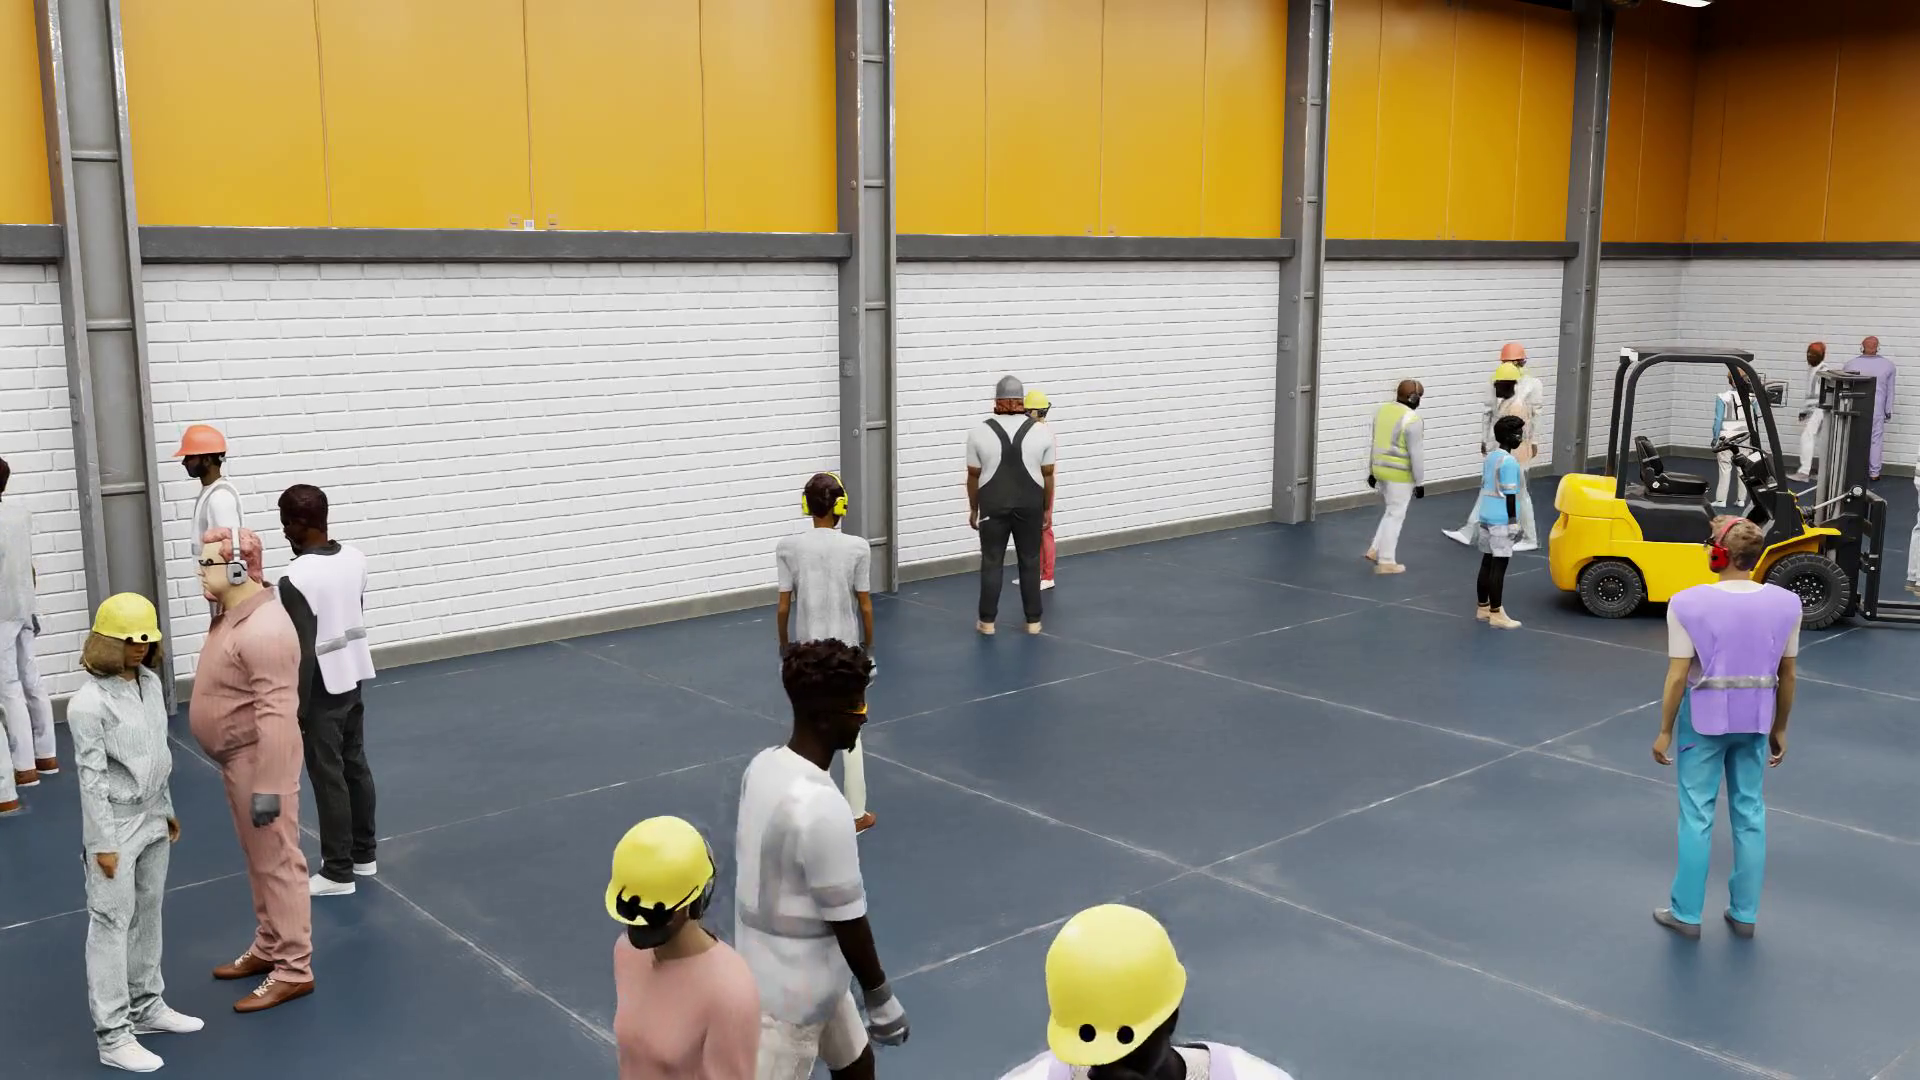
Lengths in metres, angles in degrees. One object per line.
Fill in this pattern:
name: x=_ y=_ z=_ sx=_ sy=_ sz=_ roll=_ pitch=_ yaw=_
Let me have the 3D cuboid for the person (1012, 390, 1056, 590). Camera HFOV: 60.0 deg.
person: x=0.671 y=-0.438 z=14.710 sx=0.309 sy=1.769 sz=0.523 roll=-4 pitch=11 yaw=-23

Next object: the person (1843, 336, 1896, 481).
person: x=11.862 y=-1.713 z=21.782 sx=0.639 sy=1.903 sz=0.409 roll=4 pitch=10 yaw=20

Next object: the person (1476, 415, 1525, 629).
person: x=4.302 y=-0.149 z=13.222 sx=0.321 sy=1.695 sz=0.529 roll=0 pitch=10 yaw=-1

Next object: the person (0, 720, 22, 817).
person: x=-5.310 y=0.556 z=8.478 sx=0.842 sy=1.907 sz=0.632 roll=-4 pitch=10 yaw=-22

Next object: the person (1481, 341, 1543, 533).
person: x=5.854 y=-1.091 z=17.722 sx=0.615 sy=2.041 sz=0.390 roll=6 pitch=12 yaw=33

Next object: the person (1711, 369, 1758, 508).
person: x=9.041 y=-1.182 z=19.434 sx=0.518 sy=1.640 sz=0.307 roll=-1 pitch=10 yaw=-5

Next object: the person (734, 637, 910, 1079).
person: x=-0.438 y=1.208 z=4.682 sx=1.053 sy=1.910 sz=0.591 roll=-3 pitch=10 yaw=-16

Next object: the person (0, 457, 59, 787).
person: x=-5.307 y=0.445 z=9.235 sx=0.319 sy=1.870 sz=0.521 roll=0 pitch=10 yaw=3

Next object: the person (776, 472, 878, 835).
person: x=-0.674 y=0.583 z=8.446 sx=0.519 sy=1.865 sz=0.331 roll=1 pitch=10 yaw=6

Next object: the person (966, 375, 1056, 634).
person: x=0.395 y=-0.284 z=12.999 sx=0.690 sy=2.000 sz=0.535 roll=0 pitch=10 yaw=0

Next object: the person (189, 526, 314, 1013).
person: x=-2.795 y=0.886 z=6.542 sx=0.400 sy=1.910 sz=0.643 roll=-6 pitch=11 yaw=-31

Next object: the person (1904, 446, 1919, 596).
person: x=8.465 y=-0.444 z=14.409 sx=0.337 sy=1.878 sz=0.584 roll=3 pitch=10 yaw=17

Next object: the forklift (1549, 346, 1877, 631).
forklift: x=6.109 y=-0.478 z=13.691 sx=2.313 sy=2.155 sz=1.214 roll=3 pitch=10 yaw=16

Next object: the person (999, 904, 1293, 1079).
person: x=0.324 y=1.514 z=2.994 sx=0.595 sy=1.863 sz=0.952 roll=2 pitch=10 yaw=12

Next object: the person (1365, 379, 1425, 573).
person: x=4.043 y=-0.579 z=15.377 sx=0.441 sy=1.821 sz=0.659 roll=-3 pitch=10 yaw=-19

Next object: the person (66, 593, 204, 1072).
person: x=-3.015 y=1.048 z=6.092 sx=0.313 sy=1.738 sz=0.483 roll=1 pitch=10 yaw=4

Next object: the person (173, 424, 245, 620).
person: x=-4.508 y=0.264 z=10.095 sx=0.379 sy=1.937 sz=0.547 roll=-5 pitch=11 yaw=-29

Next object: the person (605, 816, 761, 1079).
person: x=-0.566 y=1.433 z=3.836 sx=0.545 sy=1.735 sz=0.666 roll=9 pitch=14 yaw=44

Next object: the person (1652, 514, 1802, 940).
person: x=3.283 y=0.813 z=7.136 sx=0.570 sy=1.847 sz=0.377 roll=0 pitch=10 yaw=-1

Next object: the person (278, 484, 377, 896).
person: x=-2.921 y=0.689 z=7.680 sx=0.392 sy=1.914 sz=0.589 roll=1 pitch=10 yaw=7

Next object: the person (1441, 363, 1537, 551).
person: x=5.353 y=-0.816 z=16.573 sx=0.954 sy=1.876 sz=0.612 roll=1 pitch=10 yaw=3

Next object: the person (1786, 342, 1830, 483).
person: x=11.146 y=-1.652 z=21.652 sx=0.684 sy=1.833 sz=0.676 roll=3 pitch=10 yaw=15
